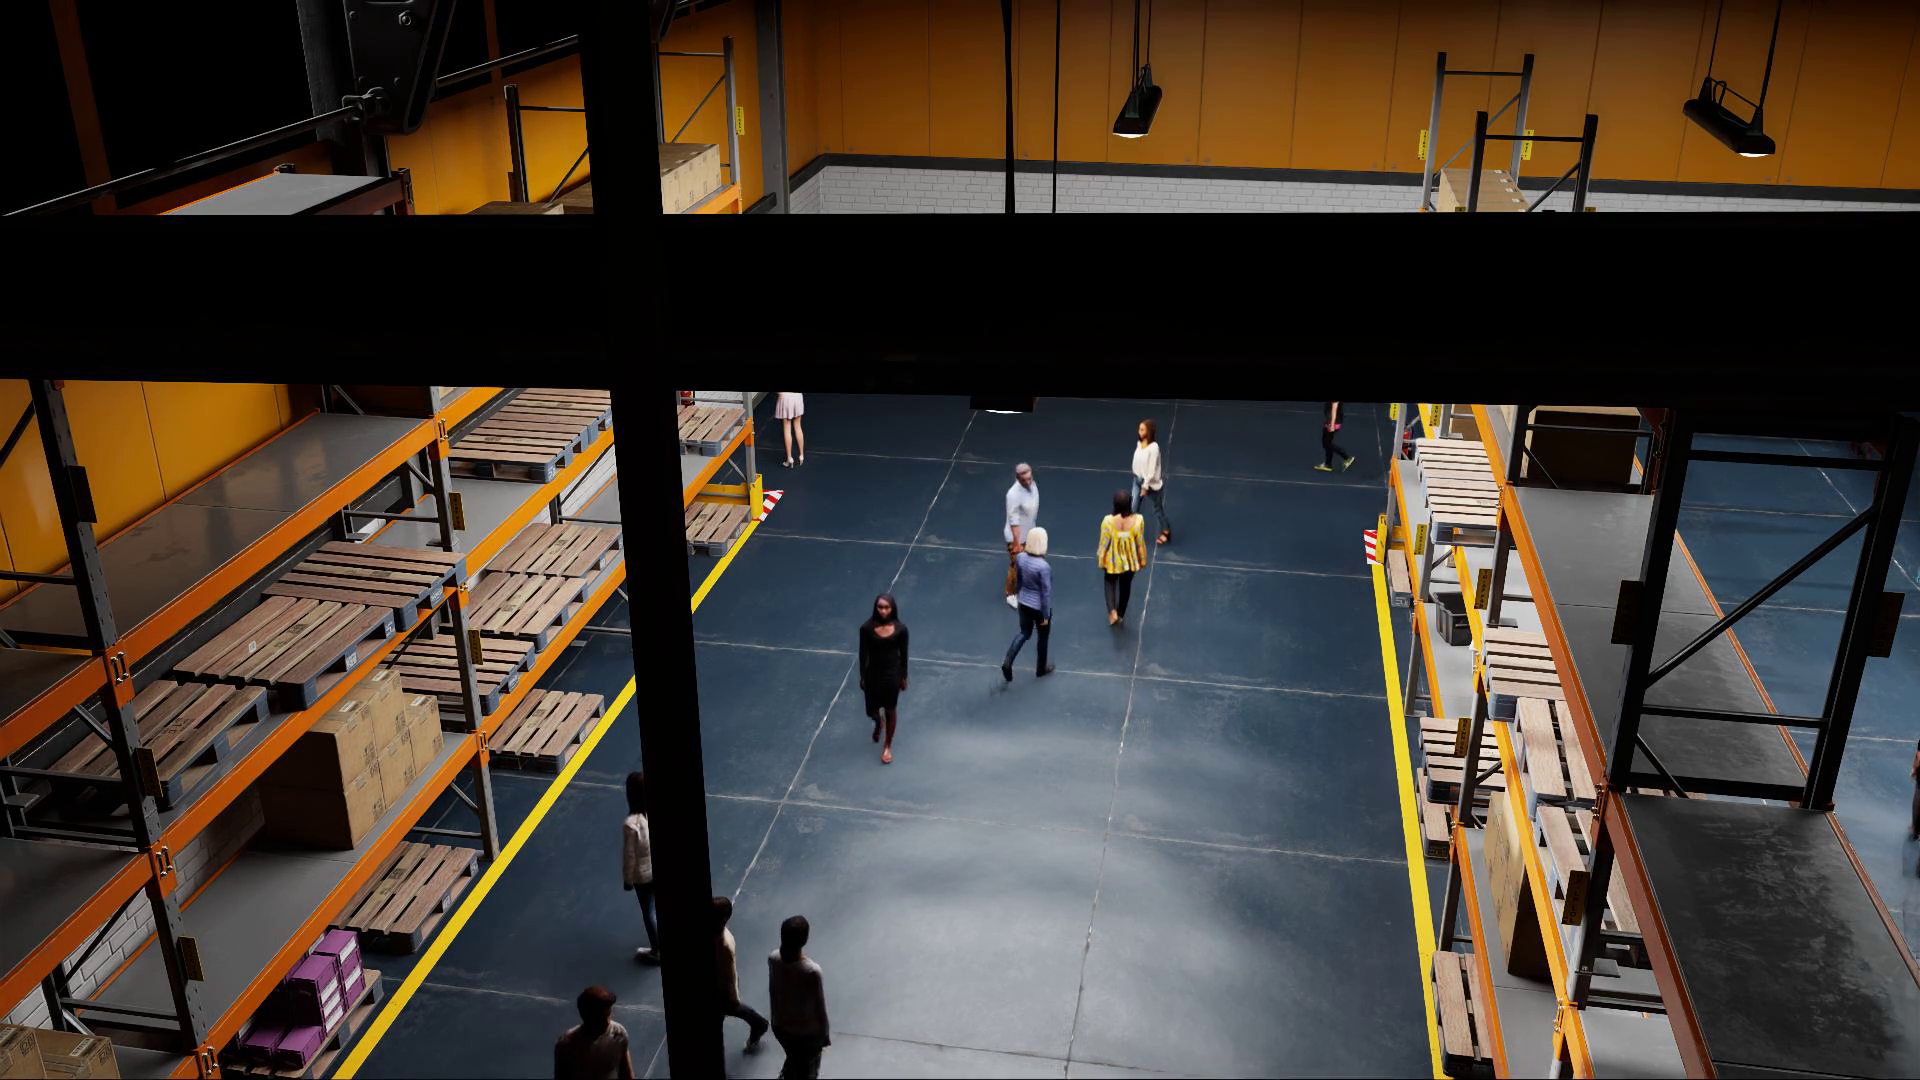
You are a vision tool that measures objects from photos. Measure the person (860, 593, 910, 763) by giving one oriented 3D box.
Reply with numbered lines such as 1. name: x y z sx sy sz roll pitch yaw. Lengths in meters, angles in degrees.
1. person: -0.723 1.268 15.896 0.680 1.713 0.740 1 24 1

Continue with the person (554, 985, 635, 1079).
1. person: -2.335 3.545 10.487 0.814 1.874 0.850 -10 26 -22

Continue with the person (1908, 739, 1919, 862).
1. person: 8.431 2.012 14.308 0.802 1.621 1.095 12 26 26

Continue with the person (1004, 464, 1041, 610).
1. person: 0.665 -0.081 18.894 0.946 1.783 0.773 8 25 18

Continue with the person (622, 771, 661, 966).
1. person: -2.417 2.564 13.038 0.783 1.627 0.667 17 29 34

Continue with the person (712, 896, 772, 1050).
1. person: -1.651 3.156 11.915 1.027 1.443 0.956 -16 28 -32

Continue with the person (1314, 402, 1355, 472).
1. person: 5.176 -1.632 22.750 0.666 1.537 0.725 7 25 16

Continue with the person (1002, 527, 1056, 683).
1. person: 0.712 0.693 17.190 1.094 1.731 0.970 -21 31 -40

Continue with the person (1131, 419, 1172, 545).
1. person: 2.381 -0.675 20.430 1.076 1.641 1.074 -12 26 -26

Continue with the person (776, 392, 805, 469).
1. person: -2.341 -1.860 22.984 0.682 1.768 0.738 -14 27 -29

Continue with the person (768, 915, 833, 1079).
1. person: -1.141 3.320 11.138 0.736 1.764 0.816 16 28 32

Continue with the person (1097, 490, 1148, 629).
1. person: 1.779 0.253 18.306 0.786 1.643 0.870 0 24 -1
